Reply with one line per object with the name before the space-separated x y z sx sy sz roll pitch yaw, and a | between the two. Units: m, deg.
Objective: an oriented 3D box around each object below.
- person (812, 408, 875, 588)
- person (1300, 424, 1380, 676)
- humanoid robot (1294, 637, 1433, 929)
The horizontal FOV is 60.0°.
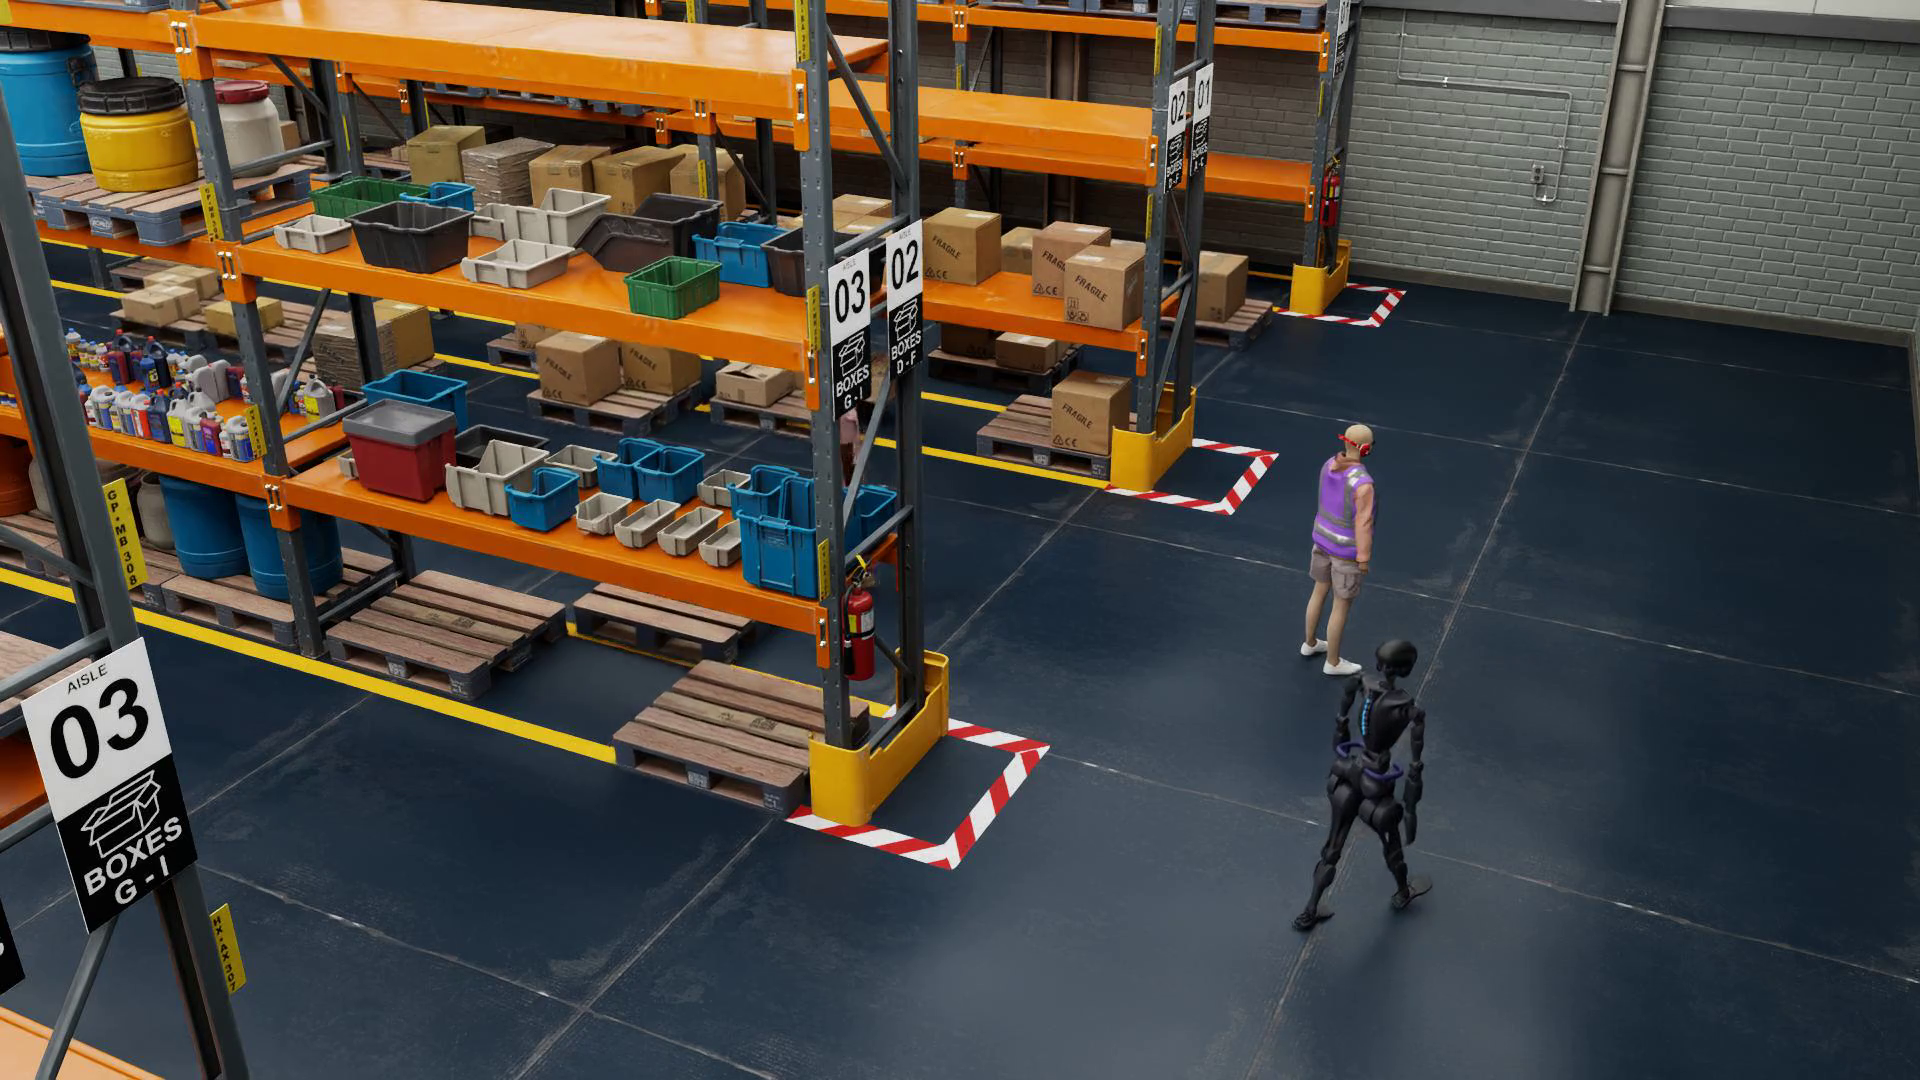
person | -0.937 -0.409 11.433 0.768 1.773 0.561 -4 27 -9
person | 2.426 0.057 10.591 0.351 1.688 0.489 -11 28 -21
humanoid robot | 2.073 1.201 8.328 0.766 1.625 0.599 -16 30 -29
